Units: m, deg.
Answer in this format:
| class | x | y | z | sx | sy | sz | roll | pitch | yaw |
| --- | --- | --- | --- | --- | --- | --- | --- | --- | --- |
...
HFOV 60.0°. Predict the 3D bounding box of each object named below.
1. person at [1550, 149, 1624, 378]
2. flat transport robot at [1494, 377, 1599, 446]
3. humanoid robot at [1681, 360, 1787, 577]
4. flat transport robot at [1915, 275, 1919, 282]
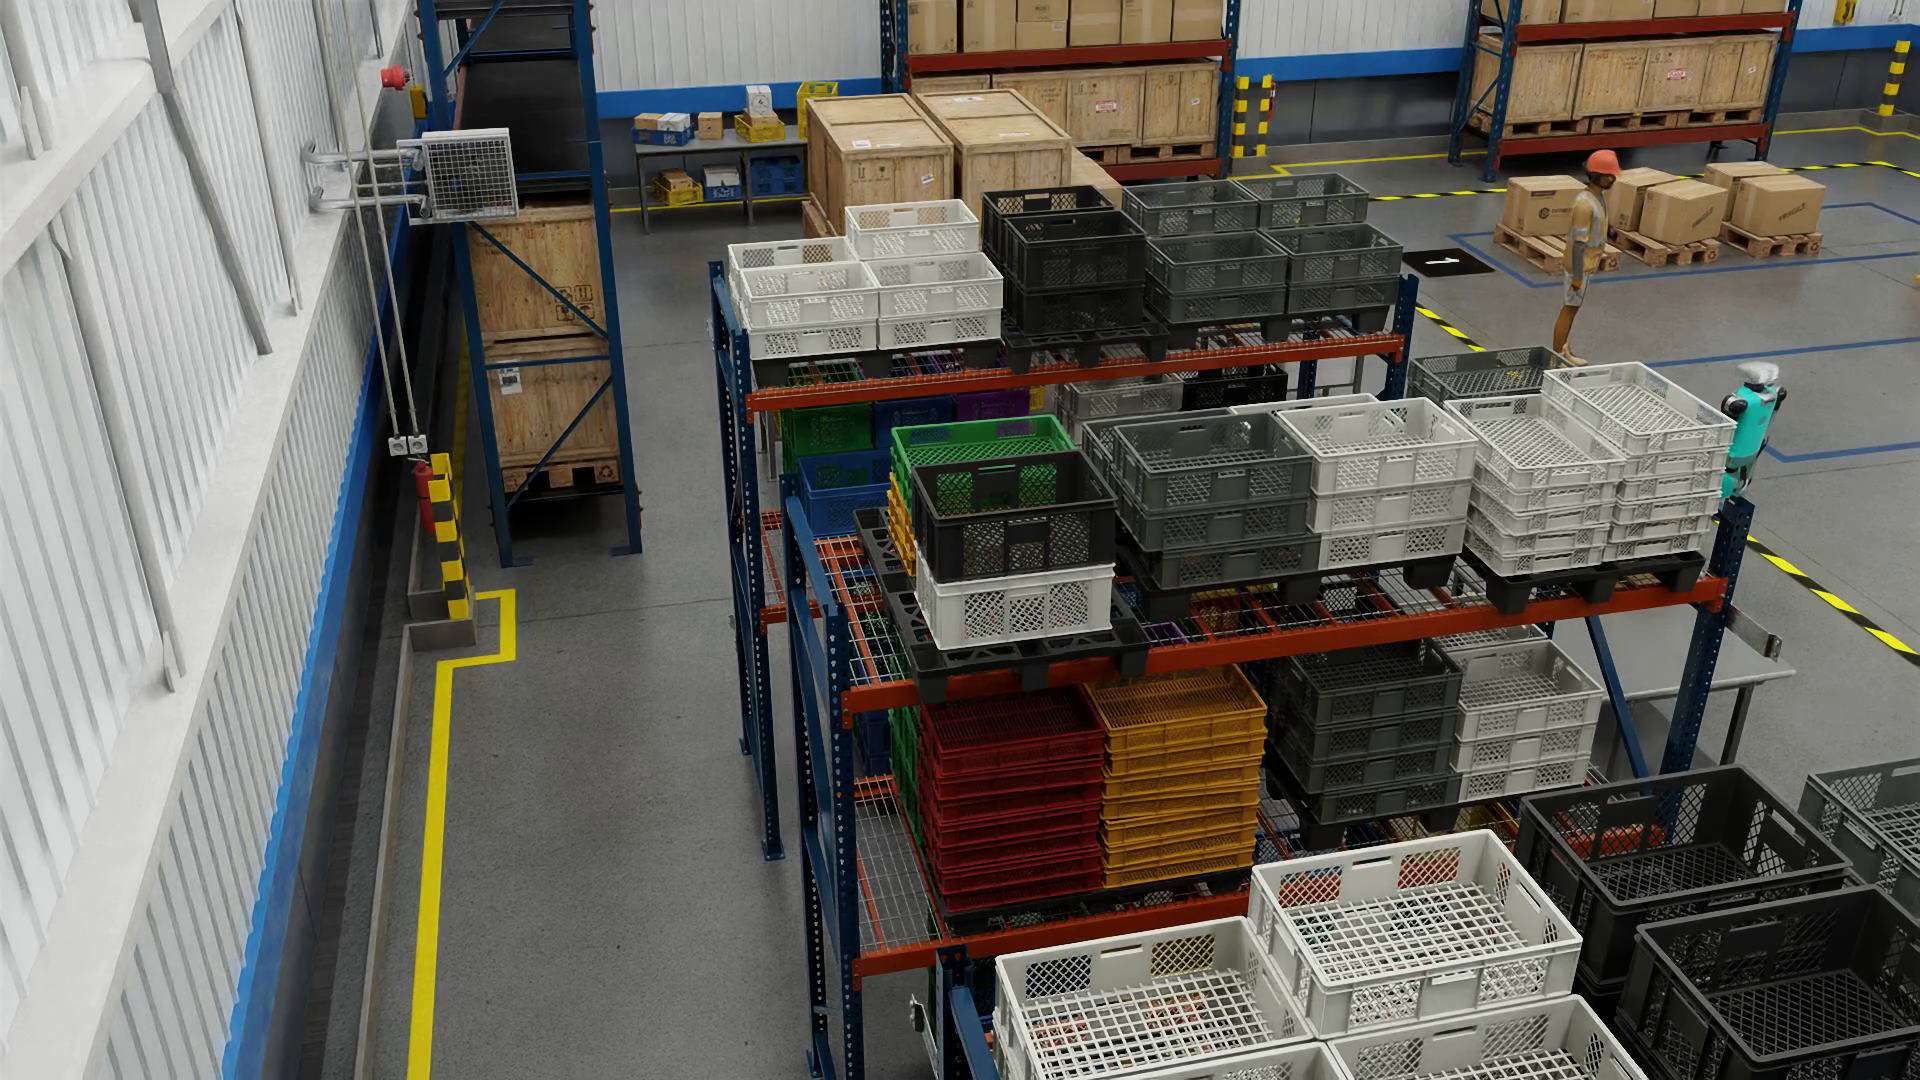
| class | x | y | z | sx | sy | sz | roll | pitch | yaw |
| --- | --- | --- | --- | --- | --- | --- | --- | --- | --- |
| person | 5.560 | -2.460 | 14.811 | 0.366 | 2.047 | 0.605 | 14 | 31 | 25 |
| flat transport robot | 4.780 | -1.036 | 14.013 | 0.659 | 0.231 | 1.431 | -6 | 28 | -12 |
| humanoid robot | 5.022 | -0.484 | 11.249 | 0.533 | 1.674 | 0.735 | -15 | 31 | -27 |
| flat transport robot | 10.723 | -2.716 | 17.171 | 1.431 | 0.197 | 0.652 | -6 | 28 | -12 |
